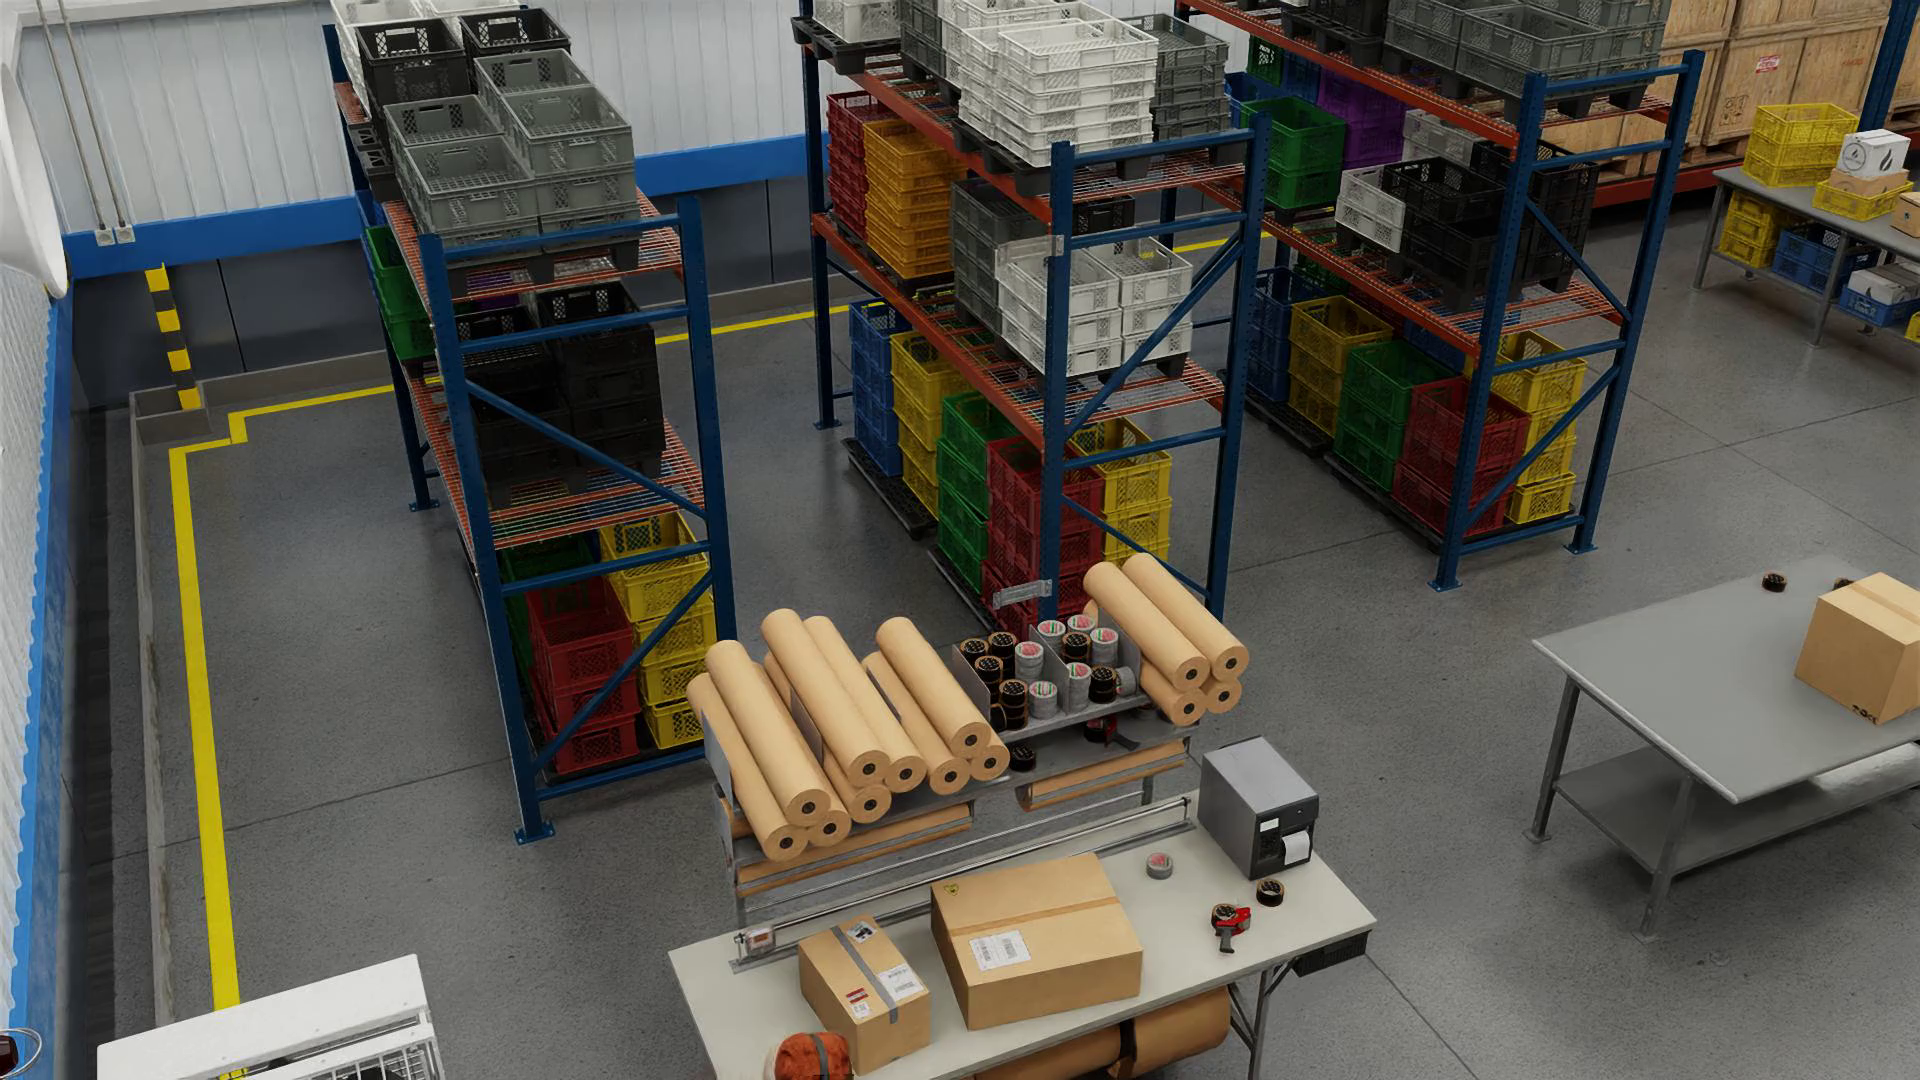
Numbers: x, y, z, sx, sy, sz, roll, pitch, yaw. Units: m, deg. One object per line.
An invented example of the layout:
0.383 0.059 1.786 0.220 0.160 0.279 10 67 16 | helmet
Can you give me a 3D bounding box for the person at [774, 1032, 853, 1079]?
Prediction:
-0.544 2.164 4.945 0.508 1.849 0.594 4 32 6 | person
